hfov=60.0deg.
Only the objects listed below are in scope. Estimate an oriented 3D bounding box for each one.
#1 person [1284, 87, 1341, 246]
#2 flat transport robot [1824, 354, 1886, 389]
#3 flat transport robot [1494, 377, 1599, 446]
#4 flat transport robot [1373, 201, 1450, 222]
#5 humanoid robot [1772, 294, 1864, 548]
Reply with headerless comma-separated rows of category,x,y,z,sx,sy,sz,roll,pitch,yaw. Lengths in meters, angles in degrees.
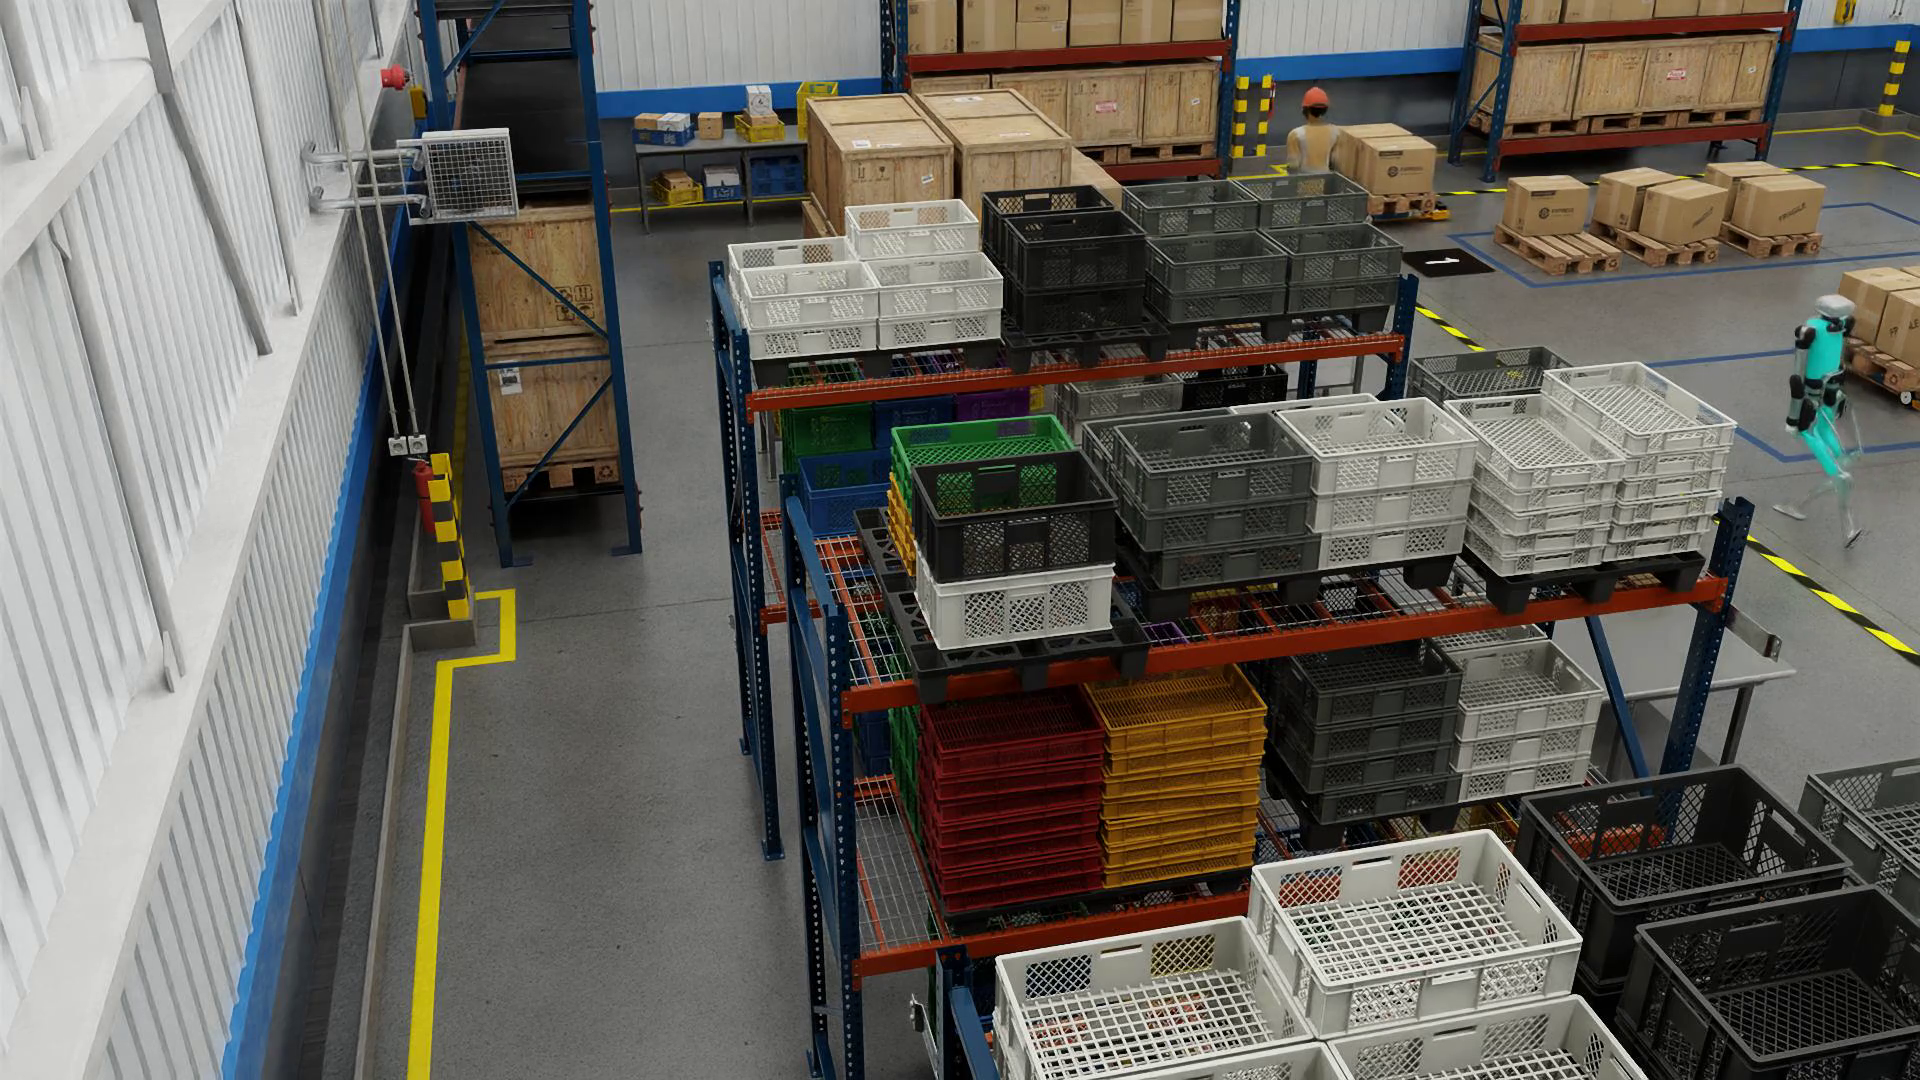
person,3.611,-3.611,17.053,0.614,2.000,1.018,-7,29,-14
flat transport robot,8.473,-1.467,14.800,0.652,0.197,1.431,-6,28,-12
flat transport robot,4.780,-1.036,14.013,0.659,0.231,1.431,-6,28,-12
flat transport robot,4.909,-3.889,19.395,1.431,0.197,0.652,-6,28,-12
humanoid robot,6.422,-0.813,12.062,0.549,1.807,0.910,-14,31,-25
